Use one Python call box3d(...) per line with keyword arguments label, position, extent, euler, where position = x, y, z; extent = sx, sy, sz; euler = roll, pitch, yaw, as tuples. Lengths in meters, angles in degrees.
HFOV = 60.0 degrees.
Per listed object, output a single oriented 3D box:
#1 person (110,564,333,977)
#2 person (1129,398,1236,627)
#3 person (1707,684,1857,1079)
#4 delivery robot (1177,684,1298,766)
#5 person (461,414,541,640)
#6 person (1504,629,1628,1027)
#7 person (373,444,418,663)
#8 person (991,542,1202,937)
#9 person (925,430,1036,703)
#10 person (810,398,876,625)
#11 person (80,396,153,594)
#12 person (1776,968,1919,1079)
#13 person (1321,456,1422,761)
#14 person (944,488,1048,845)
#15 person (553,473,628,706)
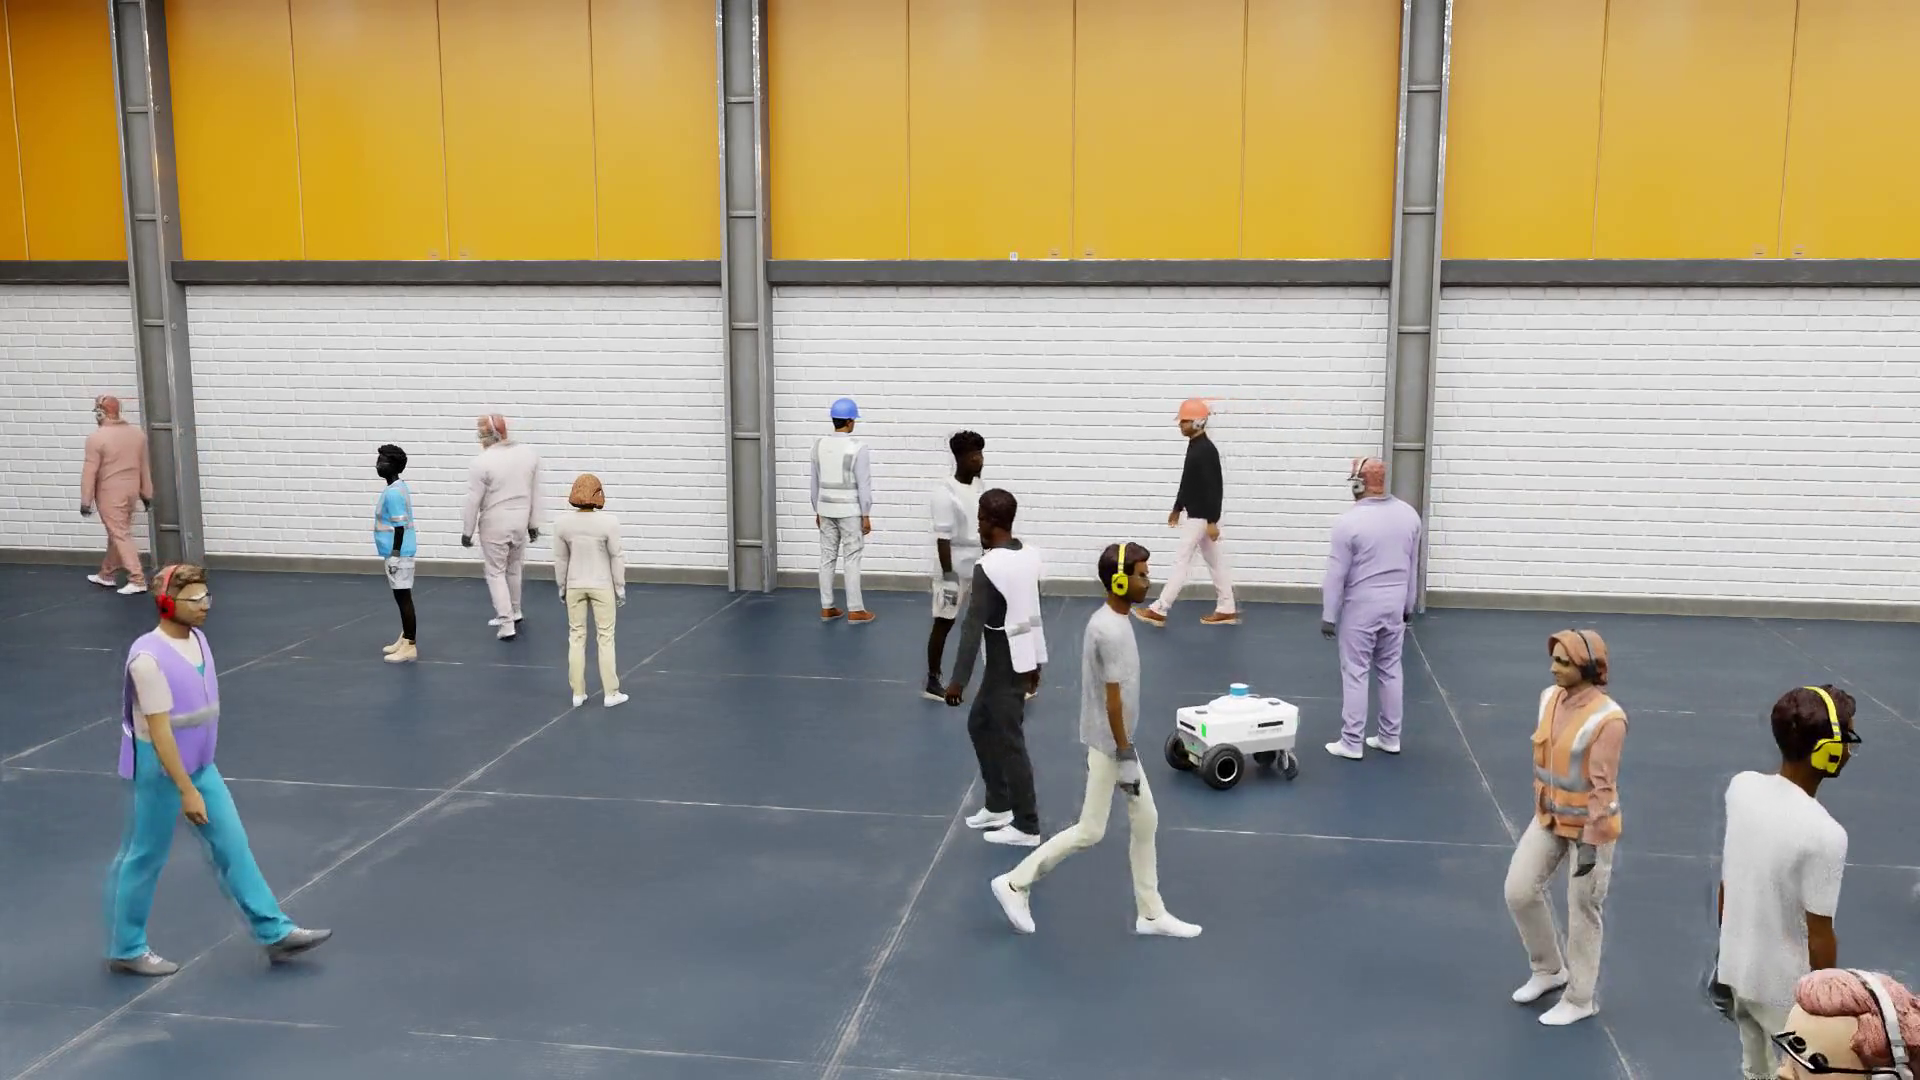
box3d(label="person", position=(-3.241, 0.996, 7.083), extent=(0.964, 1.795, 0.567), euler=(0, 9, 3))
box3d(label="person", position=(1.929, -0.225, 14.147), extent=(0.986, 1.945, 0.631), euler=(0, 9, 3))
box3d(label="person", position=(2.342, 1.327, 4.892), extent=(0.530, 1.855, 0.530), euler=(-1, 9, -7))
box3d(label="delivery robot", position=(1.665, 1.105, 9.965), extent=(0.707, 0.478, 0.477), euler=(-4, 10, -24))
box3d(label="person", position=(-3.838, -0.118, 13.776), extent=(0.705, 1.862, 0.688), euler=(7, 11, 36))
box3d(label="person", position=(2.422, 1.157, 6.635), extent=(0.393, 1.625, 0.525), euler=(-3, 10, -19))
box3d(label="person", position=(-4.391, 0.097, 12.944), extent=(0.315, 1.700, 0.541), euler=(-3, 10, -19))
box3d(label="person", position=(0.621, 0.915, 7.516), extent=(0.894, 1.834, 0.517), euler=(2, 9, 12))
box3d(label="person", position=(0.121, 0.212, 11.506), extent=(0.918, 1.926, 0.638), euler=(6, 11, 34))
box3d(label="person", position=(-1.011, -0.249, 14.318), extent=(0.606, 1.947, 0.406), euler=(6, 11, 32))
box3d(label="person", position=(-8.025, -0.427, 15.693), extent=(0.906, 1.859, 0.669), euler=(3, 10, 17))
box3d(label="person", position=(1.479, 1.644, 2.924), extent=(0.977, 1.853, 0.668), euler=(0, 9, -2))
box3d(label="person", position=(2.533, 0.427, 10.310), extent=(0.655, 1.900, 0.403), euler=(-4, 10, -24))
box3d(label="person", position=(0.171, 0.675, 8.787), extent=(0.640, 1.892, 0.609), euler=(3, 10, 21))
box3d(label="person", position=(-2.570, 0.350, 11.584), extent=(0.498, 1.634, 0.279), euler=(1, 9, 8))
